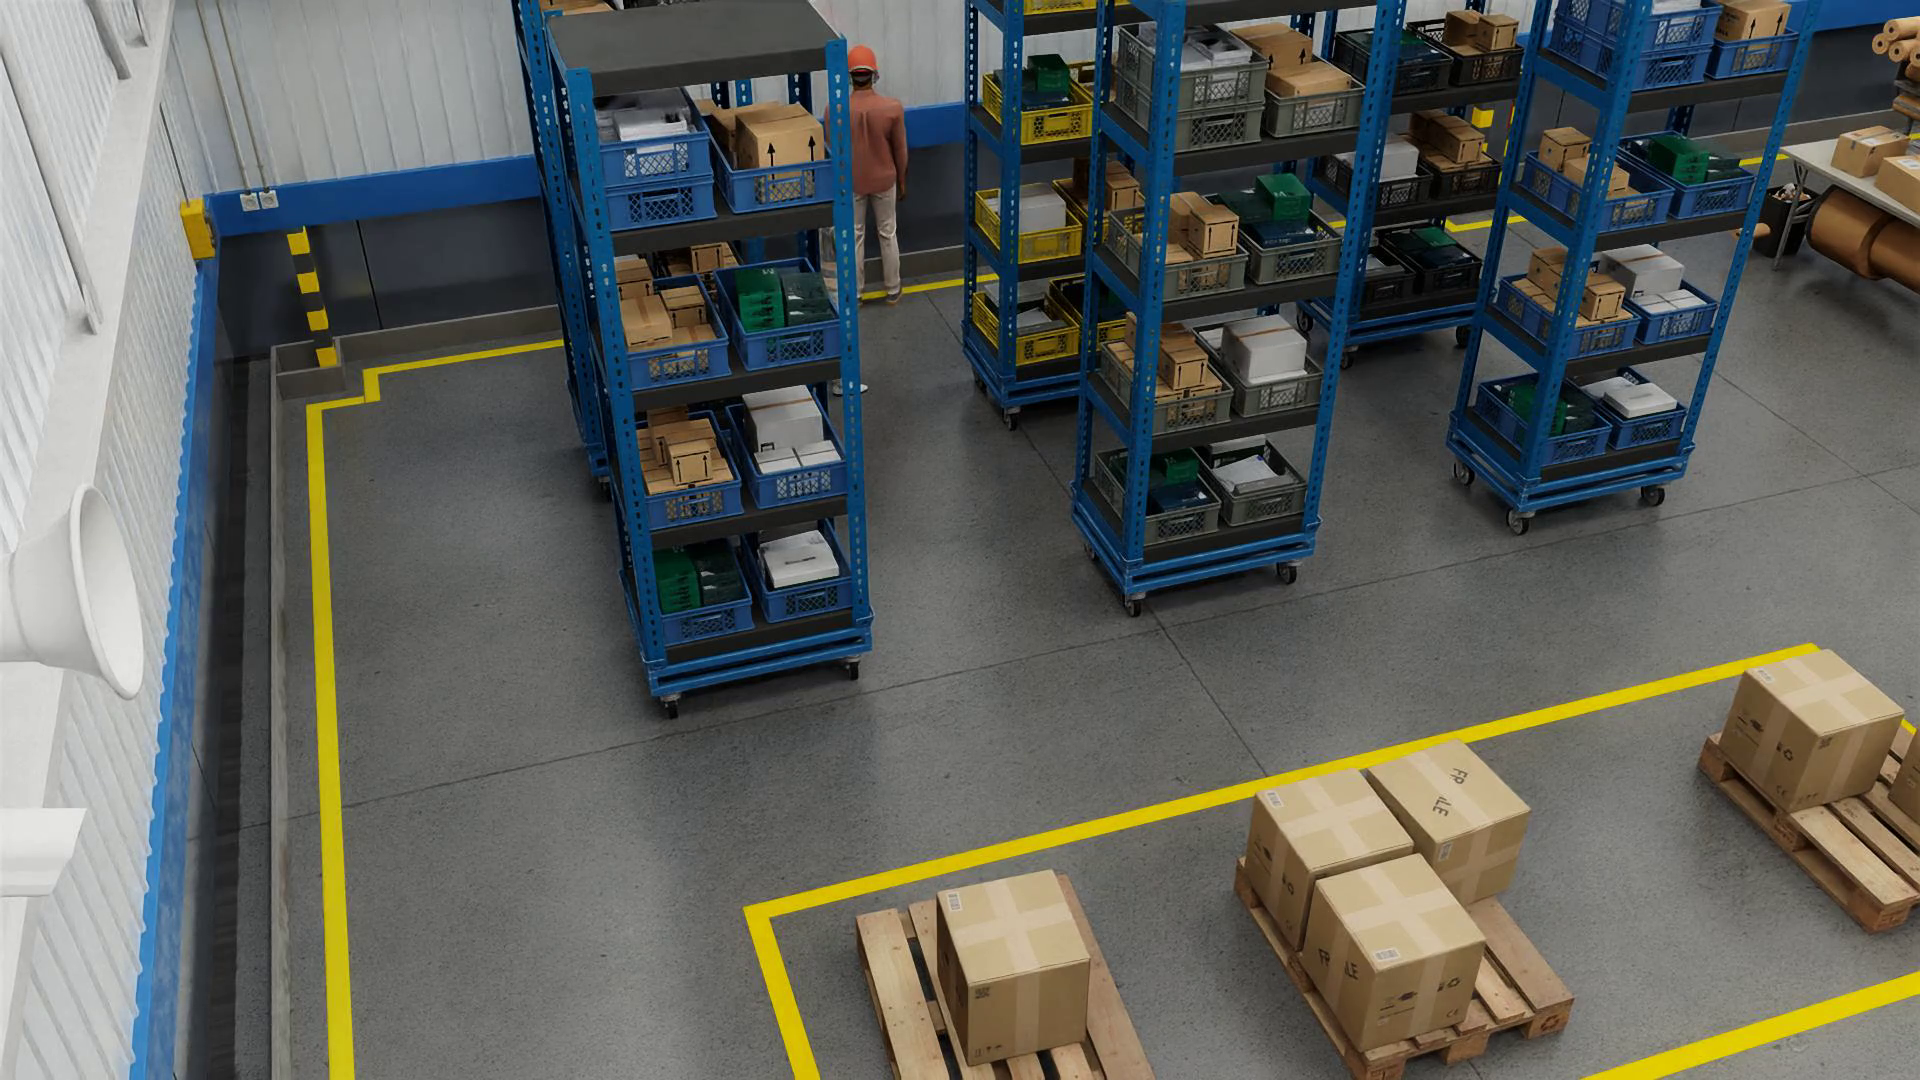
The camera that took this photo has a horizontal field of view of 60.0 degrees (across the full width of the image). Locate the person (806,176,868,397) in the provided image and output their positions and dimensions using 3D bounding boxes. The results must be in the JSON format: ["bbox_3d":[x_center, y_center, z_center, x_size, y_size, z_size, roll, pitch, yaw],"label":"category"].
[{"bbox_3d":[-0.877,-1.765,11.350,0.308,1.645,0.514,-21,40,-27],"label":"person"}]

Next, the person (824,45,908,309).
[{"bbox_3d":[-0.687,-2.668,12.338,0.611,1.986,0.392,-3,35,-5],"label":"person"}]
